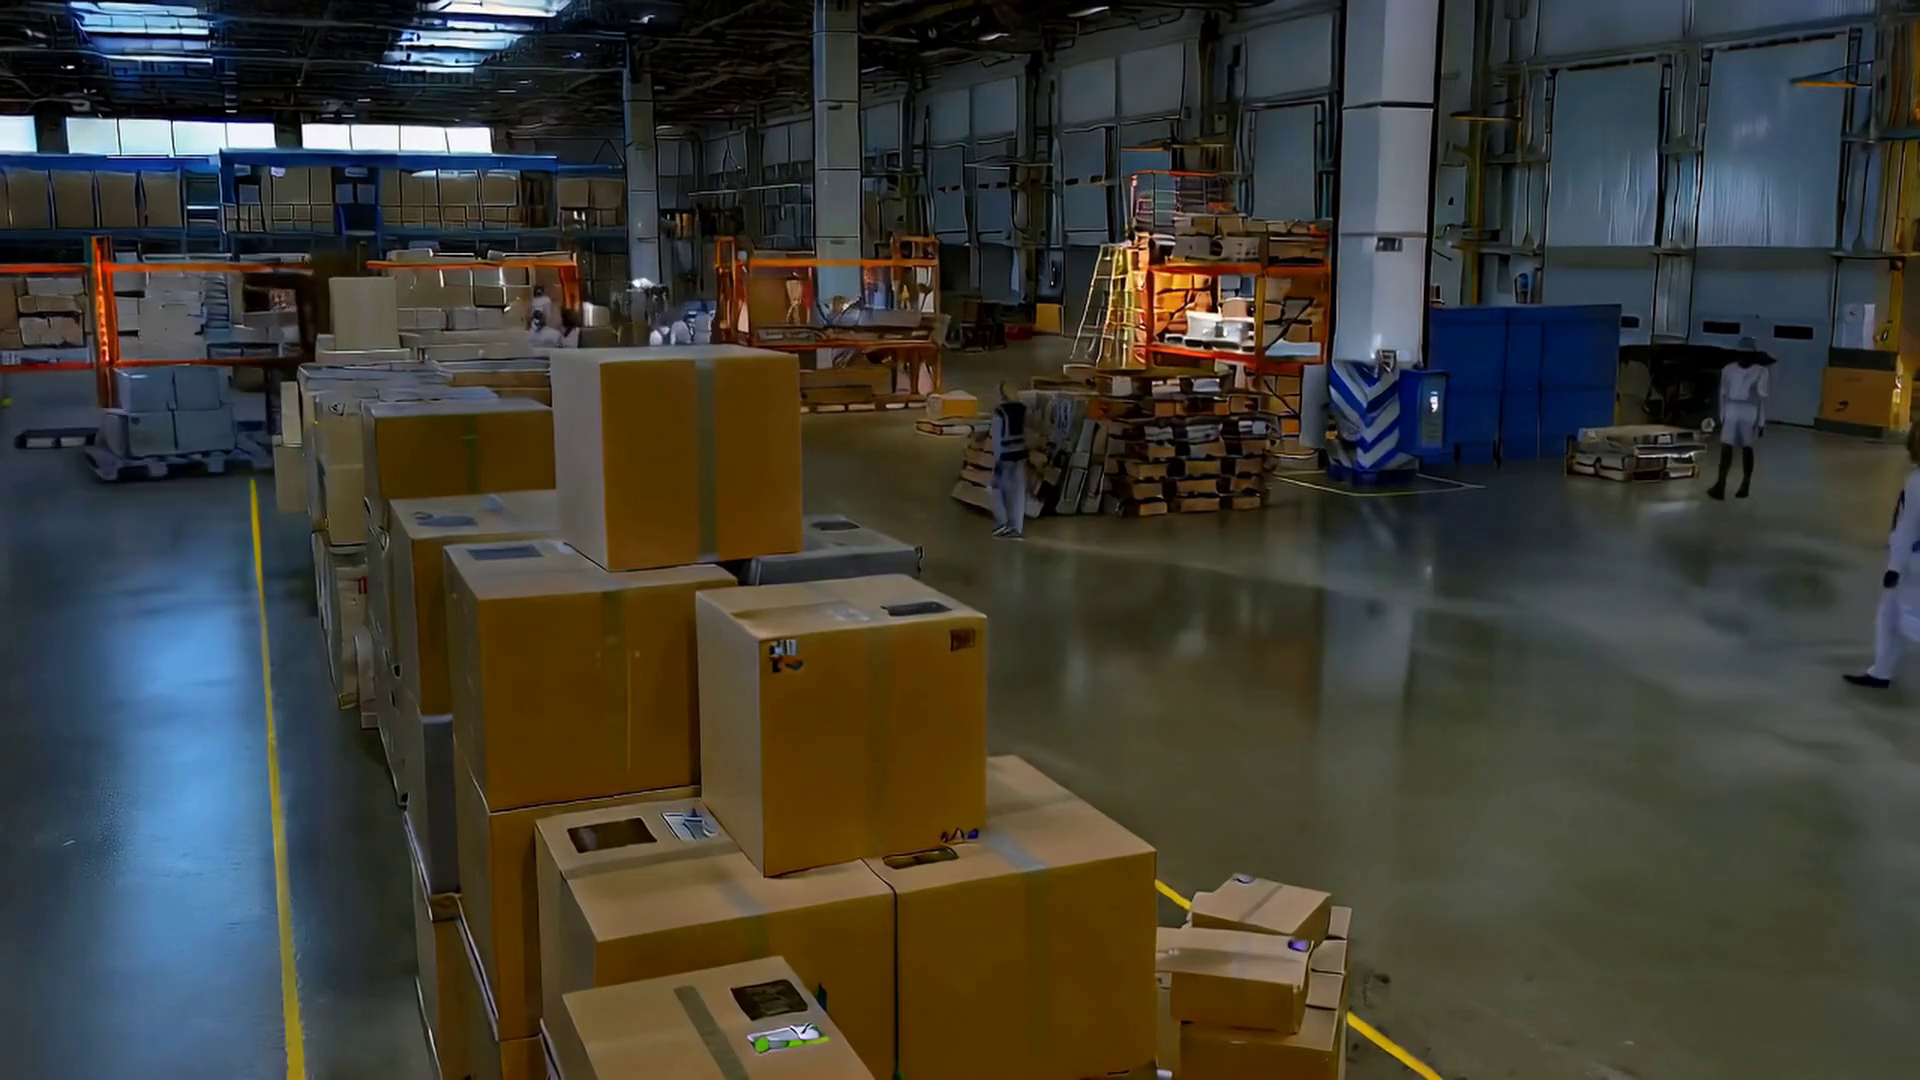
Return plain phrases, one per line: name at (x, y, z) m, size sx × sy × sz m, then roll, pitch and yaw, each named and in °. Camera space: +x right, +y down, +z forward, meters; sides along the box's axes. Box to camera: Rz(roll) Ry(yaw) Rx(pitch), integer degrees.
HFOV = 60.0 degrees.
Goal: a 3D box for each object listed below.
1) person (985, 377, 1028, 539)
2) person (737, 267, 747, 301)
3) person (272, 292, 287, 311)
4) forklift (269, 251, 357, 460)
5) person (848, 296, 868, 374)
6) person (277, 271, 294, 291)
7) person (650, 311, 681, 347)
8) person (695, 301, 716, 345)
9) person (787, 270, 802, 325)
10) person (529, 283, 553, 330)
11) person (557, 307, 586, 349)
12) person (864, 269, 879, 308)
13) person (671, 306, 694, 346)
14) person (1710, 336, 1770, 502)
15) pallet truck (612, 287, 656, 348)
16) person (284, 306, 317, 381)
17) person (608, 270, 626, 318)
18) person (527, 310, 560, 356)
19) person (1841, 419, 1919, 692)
person at (0.475, -0.814, 16.657) m, size 0.520 × 1.623 × 0.439 m, roll -9°, pitch 14°, yaw -41°
person at (-9.725, -11.531, 74.734) m, size 0.615 × 1.978 × 0.461 m, roll -6°, pitch 12°, yaw -30°
person at (-14.538, -4.374, 35.632) m, size 0.324 × 1.859 × 0.503 m, roll 1°, pitch 10°, yaw 4°
forklift at (-8.274, -2.446, 22.164) m, size 1.873 × 2.768 × 1.129 m, roll -7°, pitch 12°, yaw -33°
person at (-2.270, -4.514, 36.714) m, size 0.434 × 1.728 × 0.508 m, roll -6°, pitch 12°, yaw -31°
person at (-22.836, -8.141, 56.287) m, size 0.599 × 1.913 × 0.421 m, roll -4°, pitch 11°, yaw -22°
person at (-4.798, -2.824, 27.180) m, size 0.537 × 1.822 × 0.683 m, roll -4°, pitch 11°, yaw -22°
person at (-5.386, -4.234, 35.316) m, size 0.531 × 1.679 × 0.391 m, roll 6°, pitch 12°, yaw 29°
person at (-5.739, -8.397, 57.638) m, size 0.611 × 1.908 × 0.443 m, roll 8°, pitch 13°, yaw 39°
person at (-10.136, -5.224, 40.110) m, size 0.660 × 1.921 × 0.544 m, roll 3°, pitch 11°, yaw 14°
person at (-6.217, -2.815, 26.904) m, size 0.593 × 1.900 × 0.762 m, roll 6°, pitch 12°, yaw 31°
person at (-3.174, -8.600, 58.741) m, size 0.614 × 1.924 × 0.829 m, roll -2°, pitch 10°, yaw -11°
person at (-4.853, -3.167, 29.115) m, size 0.432 × 1.815 × 0.743 m, roll -2°, pitch 10°, yaw -9°
person at (8.937, -1.378, 19.026) m, size 0.571 × 1.878 × 1.003 m, roll 9°, pitch 13°, yaw 40°
pallet truck at (-6.464, -4.406, 35.401) m, size 0.823 × 1.965 × 1.885 m, roll 6°, pitch 12°, yaw 32°
person at (-10.653, -2.852, 27.022) m, size 0.594 × 1.930 × 0.354 m, roll -2°, pitch 11°, yaw -12°
person at (-13.047, -9.298, 62.939) m, size 0.637 × 1.805 × 0.959 m, roll 5°, pitch 12°, yaw 27°
person at (-6.344, -2.526, 25.242) m, size 0.657 × 1.925 × 0.439 m, roll 6°, pitch 12°, yaw 30°
person at (6.247, 0.136, 10.761) m, size 0.785 × 1.860 × 0.585 m, roll 8°, pitch 13°, yaw 37°
